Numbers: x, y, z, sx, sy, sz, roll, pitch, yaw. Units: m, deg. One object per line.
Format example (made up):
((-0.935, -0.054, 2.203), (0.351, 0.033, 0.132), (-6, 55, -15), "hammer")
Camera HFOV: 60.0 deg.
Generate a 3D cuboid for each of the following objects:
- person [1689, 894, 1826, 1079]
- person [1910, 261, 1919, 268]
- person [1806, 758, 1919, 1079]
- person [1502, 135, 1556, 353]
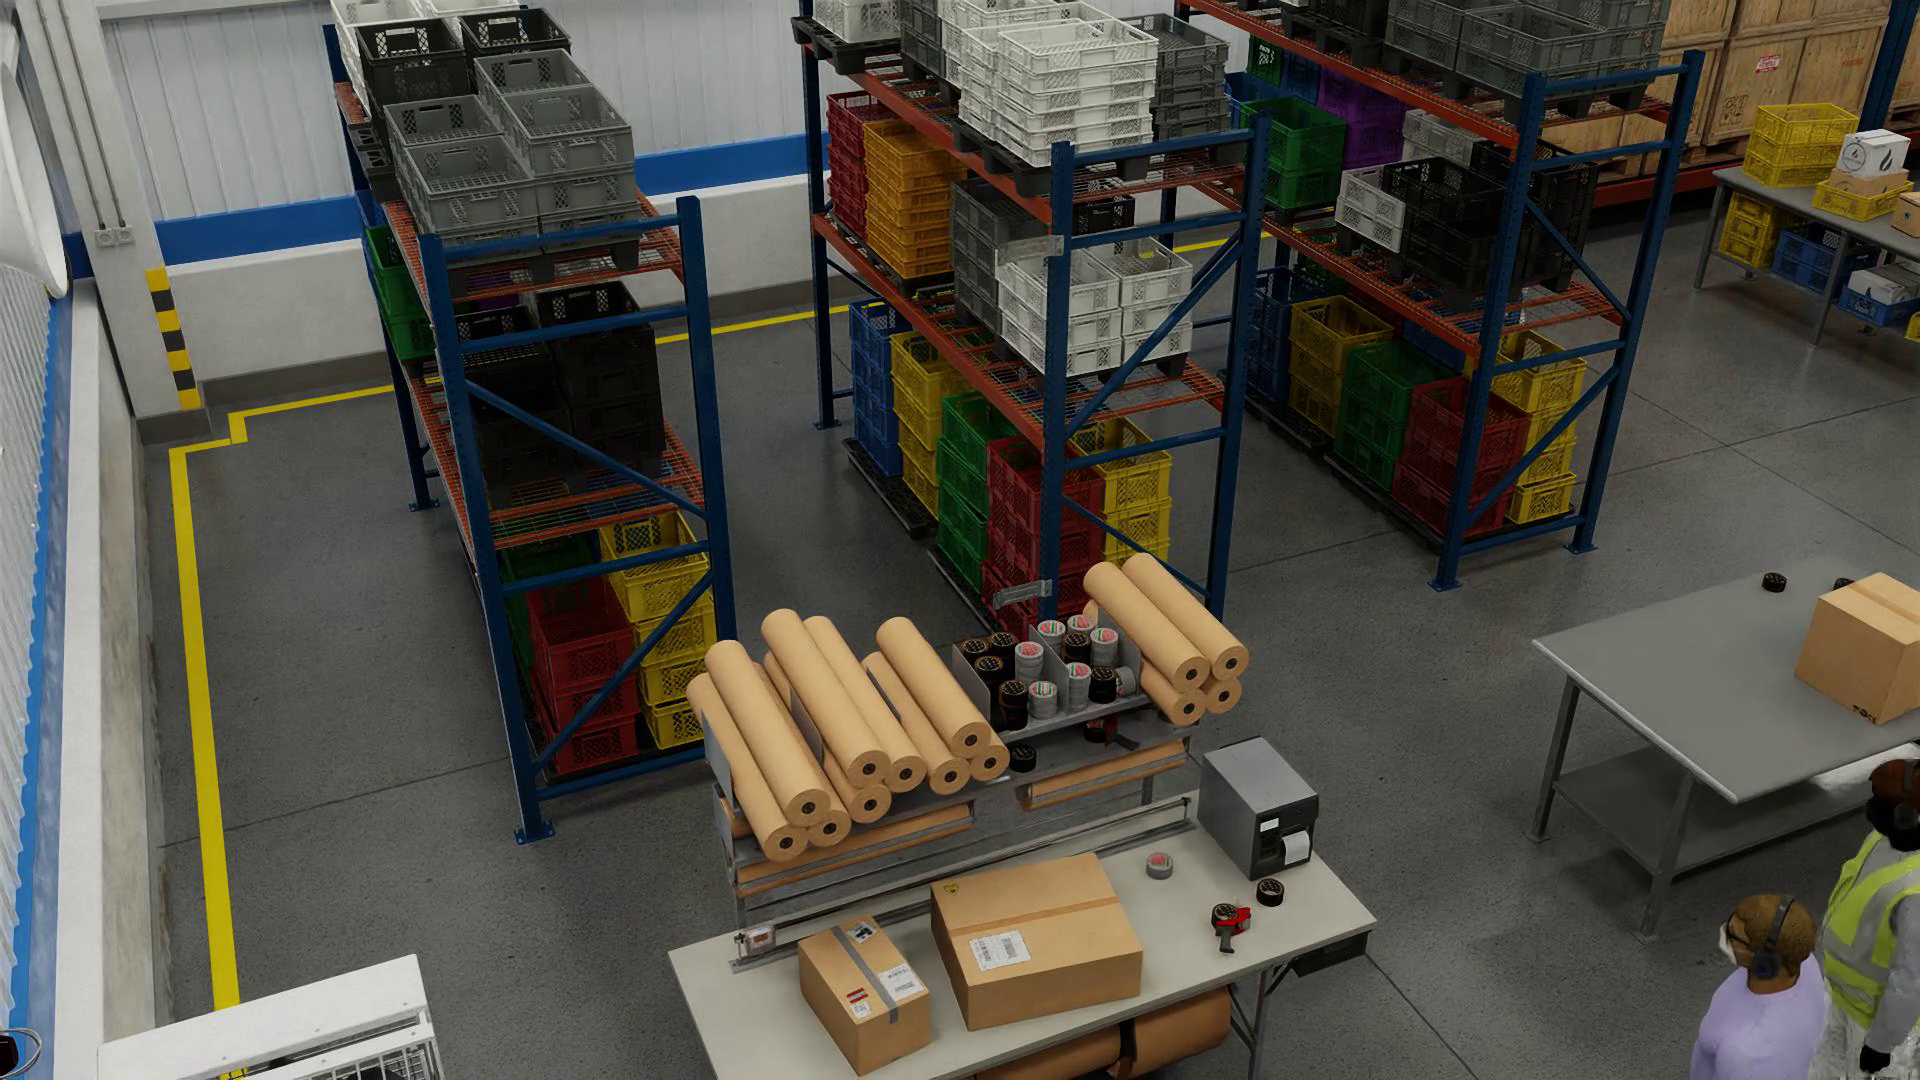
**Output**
((2.434, 1.890, 5.310), (0.380, 1.930, 0.624), (20, 37, 30), "person")
((7.487, -2.516, 12.513), (0.328, 1.877, 0.515), (-22, 38, -32), "person")
((3.370, 1.609, 5.895), (0.739, 1.803, 0.676), (10, 33, 16), "person")
((3.786, -1.896, 11.496), (0.575, 1.885, 0.355), (-22, 38, -31), "person")
